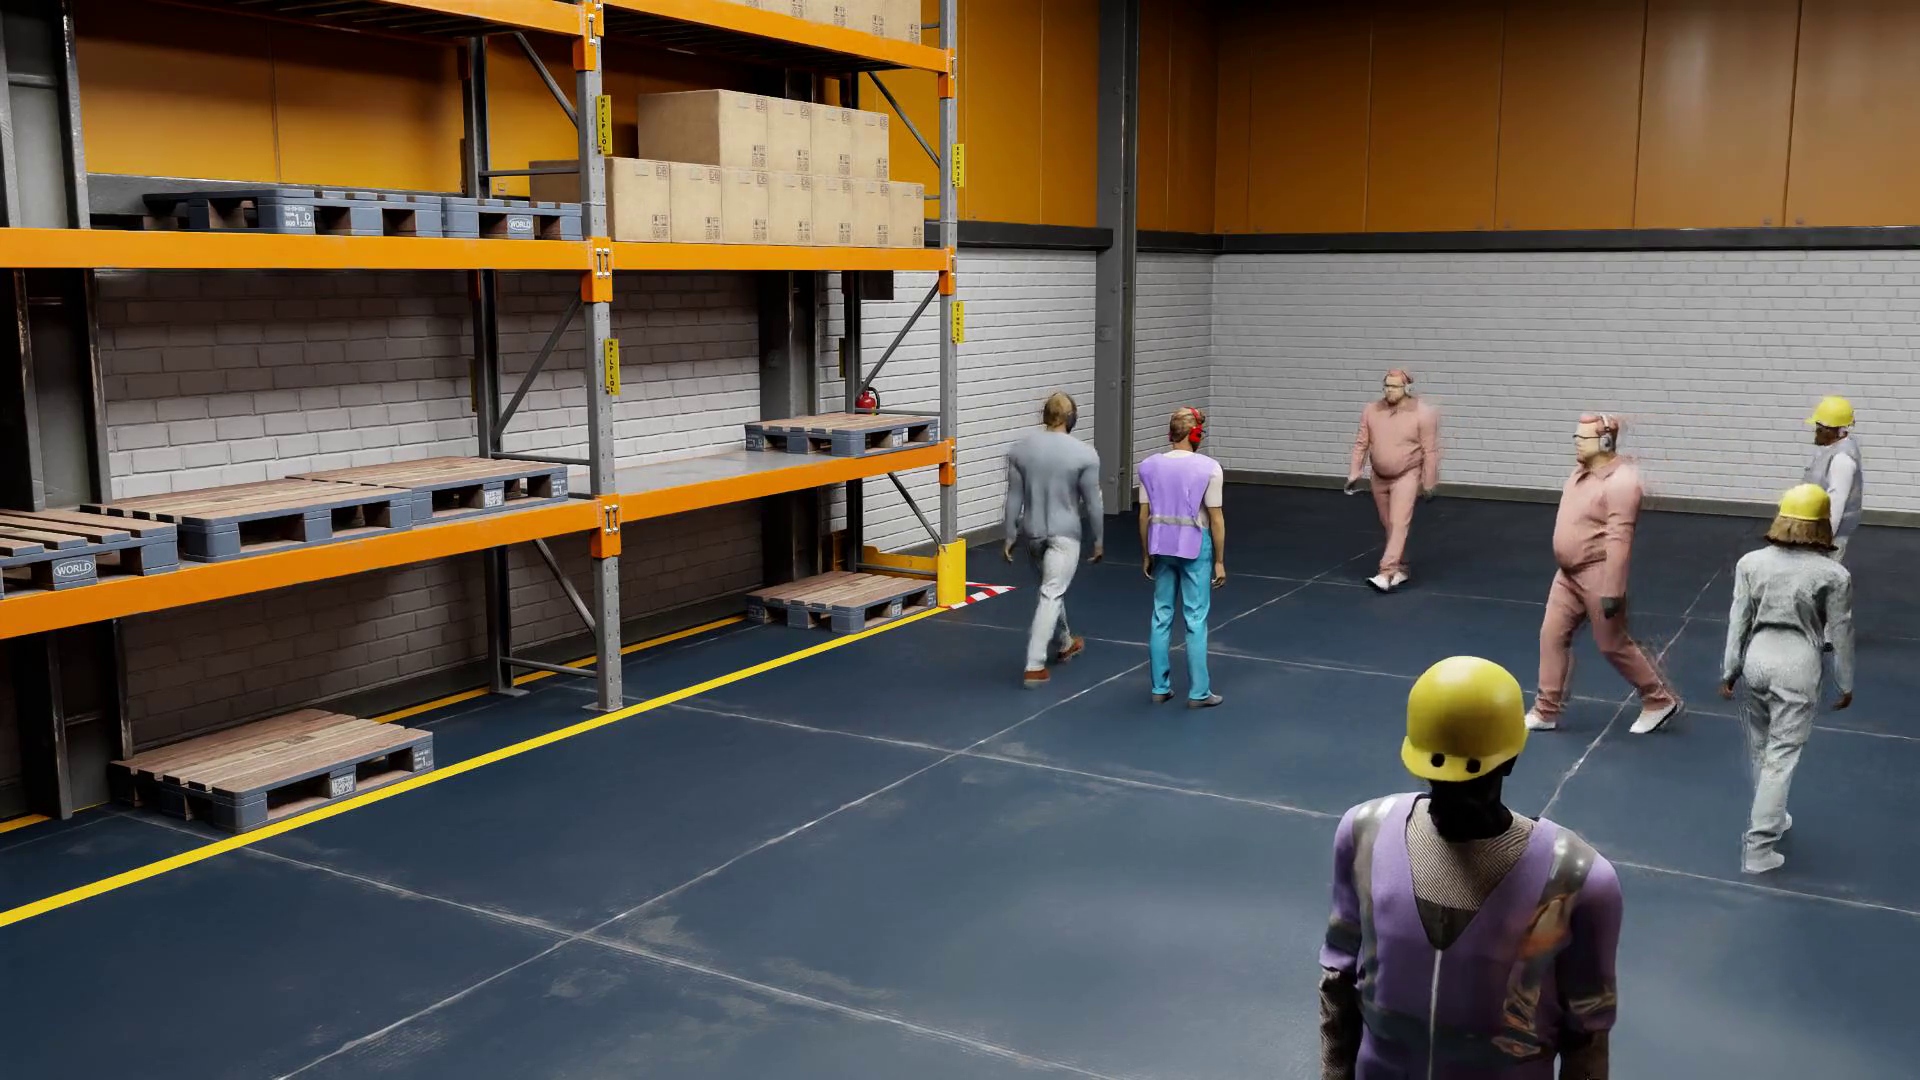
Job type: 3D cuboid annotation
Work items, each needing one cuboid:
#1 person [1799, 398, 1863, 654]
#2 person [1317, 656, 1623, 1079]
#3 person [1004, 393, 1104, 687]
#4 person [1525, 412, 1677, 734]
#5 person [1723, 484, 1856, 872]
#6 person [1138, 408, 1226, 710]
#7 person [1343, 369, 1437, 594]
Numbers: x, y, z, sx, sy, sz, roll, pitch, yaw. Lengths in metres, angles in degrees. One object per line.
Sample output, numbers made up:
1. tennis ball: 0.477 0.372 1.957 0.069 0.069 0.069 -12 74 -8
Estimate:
1. person: 6.066 -0.101 11.647 0.405 1.806 0.721 4 10 23
2. person: 0.978 1.164 3.327 0.603 1.922 0.380 6 11 34
3. person: 0.635 -0.024 10.904 0.637 1.876 1.041 5 10 30
4. person: 3.674 0.200 9.499 0.924 1.875 0.650 -1 9 -7
5. person: 3.763 0.599 7.501 0.824 1.706 0.502 -8 12 -40
6. person: 1.343 0.117 10.124 0.564 1.837 0.388 6 11 33
7. person: 3.554 -0.486 13.830 0.662 1.857 1.009 8 12 43
